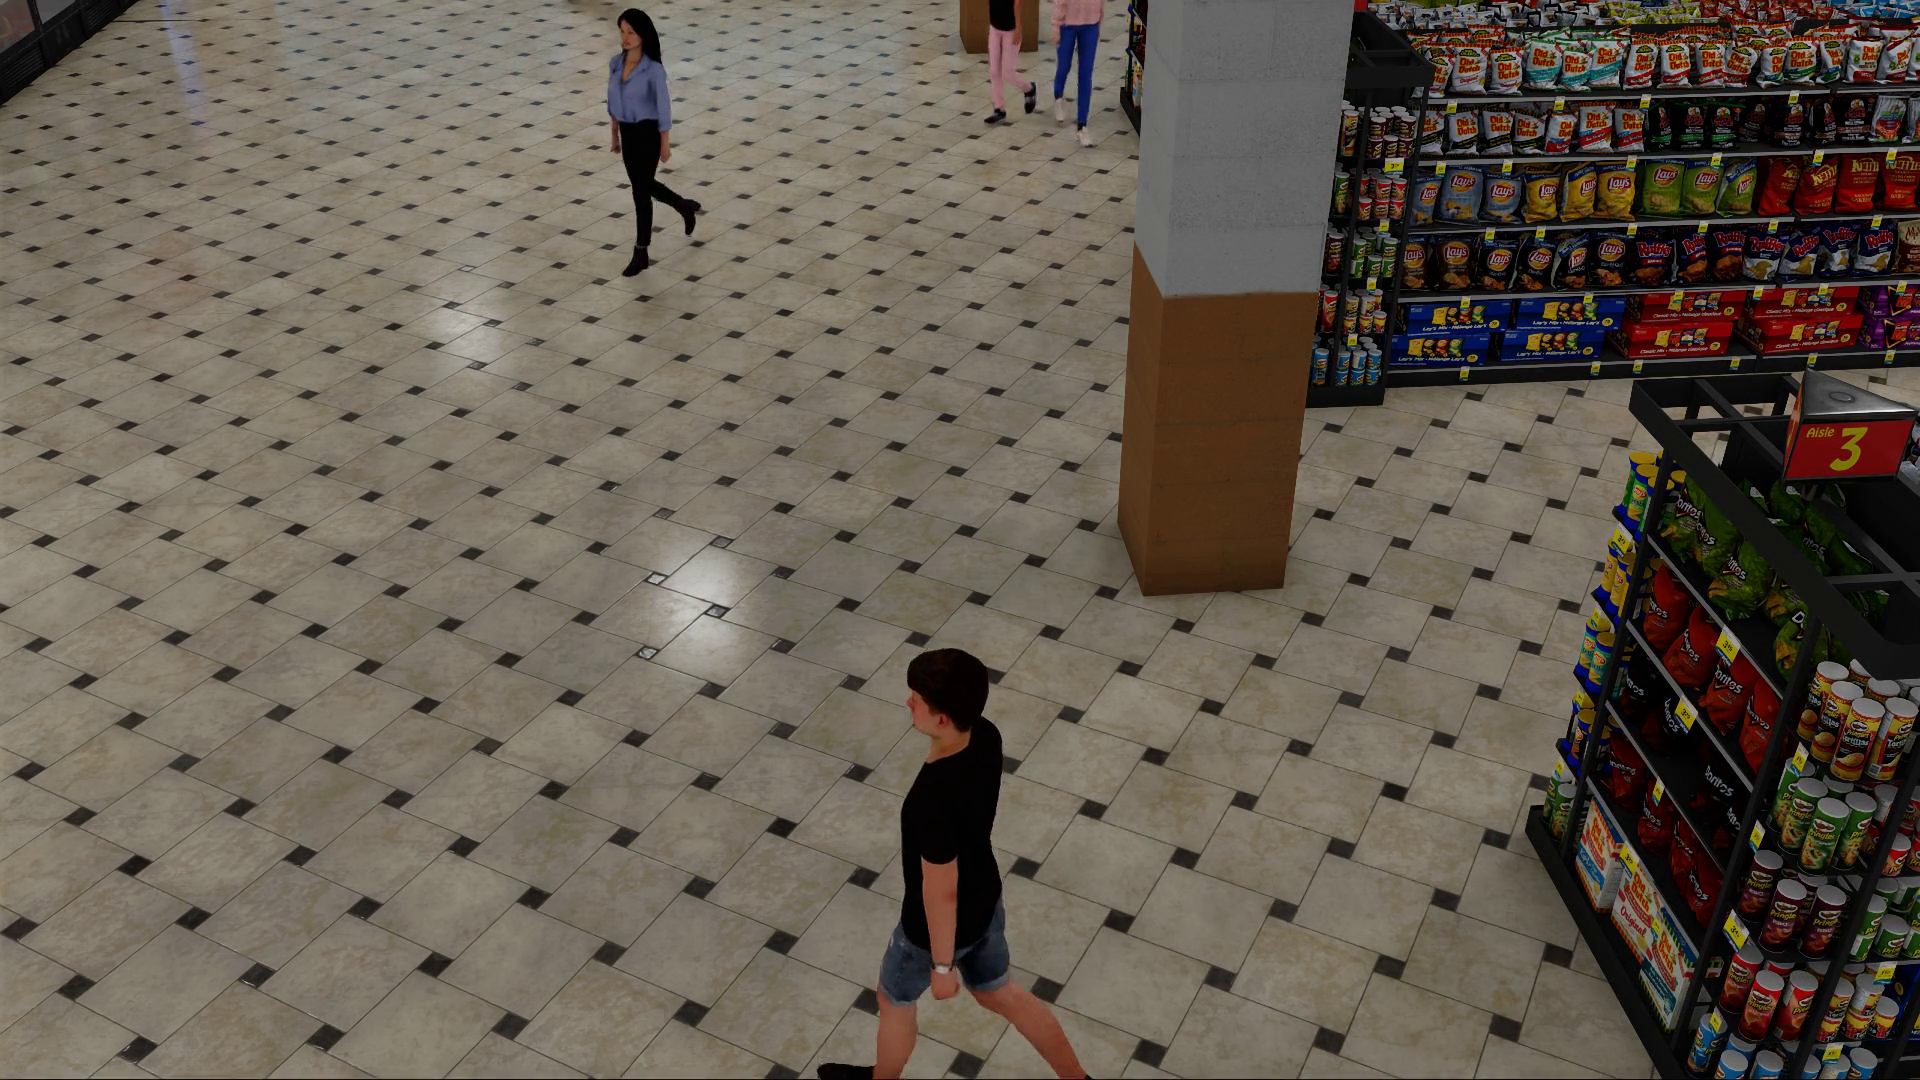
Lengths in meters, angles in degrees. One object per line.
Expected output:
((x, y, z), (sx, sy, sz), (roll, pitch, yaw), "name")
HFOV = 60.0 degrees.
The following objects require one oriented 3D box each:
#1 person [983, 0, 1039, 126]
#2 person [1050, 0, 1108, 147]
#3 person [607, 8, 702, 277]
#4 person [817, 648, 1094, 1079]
((0.418, -4.234, 13.817), (0.793, 1.547, 0.862), (25, 40, 34), "person")
((0.917, -4.140, 13.505), (1.153, 1.717, 0.777), (-5, 32, -8), "person")
((-2.079, -2.677, 11.149), (1.100, 1.720, 1.118), (20, 37, 29), "person")
((0.077, 1.123, 4.954), (1.308, 1.815, 1.025), (11, 33, 16), "person")
